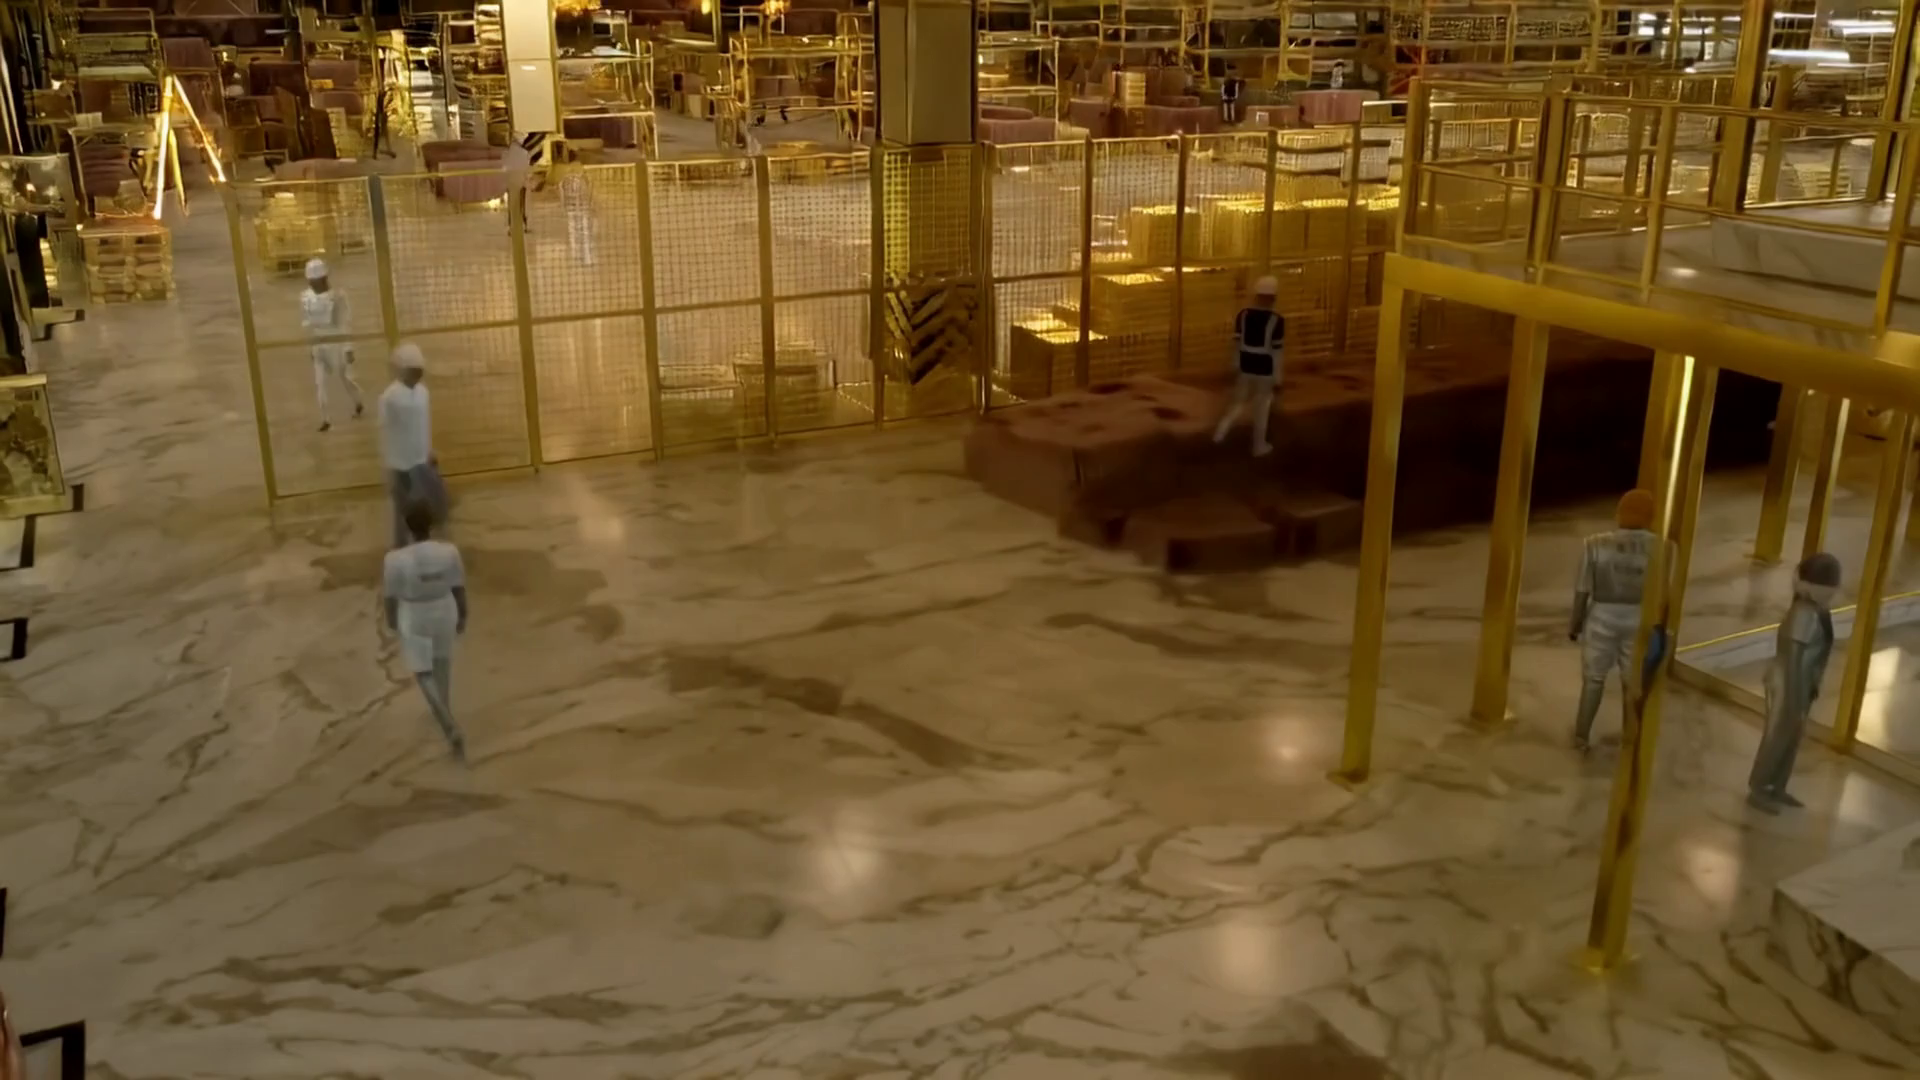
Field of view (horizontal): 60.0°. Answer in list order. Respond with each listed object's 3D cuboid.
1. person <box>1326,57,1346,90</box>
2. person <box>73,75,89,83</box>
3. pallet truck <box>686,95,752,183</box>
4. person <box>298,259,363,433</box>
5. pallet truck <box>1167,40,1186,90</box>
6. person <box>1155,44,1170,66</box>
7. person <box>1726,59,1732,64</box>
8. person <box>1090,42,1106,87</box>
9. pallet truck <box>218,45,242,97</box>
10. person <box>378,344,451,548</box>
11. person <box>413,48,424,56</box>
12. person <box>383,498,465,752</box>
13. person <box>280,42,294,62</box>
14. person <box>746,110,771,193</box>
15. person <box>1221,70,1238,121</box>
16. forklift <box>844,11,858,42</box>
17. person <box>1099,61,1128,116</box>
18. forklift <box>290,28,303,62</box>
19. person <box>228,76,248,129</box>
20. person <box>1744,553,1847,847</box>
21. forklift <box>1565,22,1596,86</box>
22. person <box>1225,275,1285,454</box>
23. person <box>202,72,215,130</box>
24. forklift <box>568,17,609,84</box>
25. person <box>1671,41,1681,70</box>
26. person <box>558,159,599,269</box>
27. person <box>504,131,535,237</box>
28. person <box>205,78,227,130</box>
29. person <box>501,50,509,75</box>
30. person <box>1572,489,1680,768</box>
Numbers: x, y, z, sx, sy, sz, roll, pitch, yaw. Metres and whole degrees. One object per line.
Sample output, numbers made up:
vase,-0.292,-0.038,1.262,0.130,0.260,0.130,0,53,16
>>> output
person,13.242,-16.016,58.581,0.675,1.895,0.565,-1,19,-3
person,-32.670,-16.978,61.822,0.532,1.587,0.873,-11,22,-30
pallet truck,-5.836,-9.608,39.856,0.823,1.965,1.885,10,22,27
person,-7.018,-2.205,18.538,0.586,1.902,0.855,0,19,0
pallet truck,9.045,-19.971,69.895,0.823,1.965,1.885,-3,19,-8
person,8.303,-19.346,68.212,0.619,1.920,0.994,-2,19,-5
person,28.797,-17.193,62.350,0.827,1.667,0.535,-11,22,-29
person,5.891,-20.356,71.244,0.643,1.877,0.978,-10,21,-27
pallet truck,-28.879,-18.665,66.111,0.823,1.965,1.885,-3,19,-9
person,-4.577,-0.664,13.973,0.507,1.972,0.637,8,21,21
person,-25.783,-23.140,79.165,0.547,1.942,0.351,-2,19,-4
person,-3.470,0.544,10.918,0.527,1.668,0.811,-17,26,-41
person,-28.541,-20.243,70.771,0.635,1.937,0.353,-9,21,-25
person,-4.615,-8.868,37.936,0.581,1.849,0.533,6,20,16
person,8.951,-14.727,55.191,0.540,1.678,0.702,-1,19,-2
forklift,-5.447,-25.088,83.396,1.873,2.768,1.129,-9,21,-25
person,5.348,-15.503,57.152,1.019,1.863,0.612,2,19,6
forklift,-23.854,-17.089,60.209,1.873,2.768,1.129,-9,21,-25
person,-22.420,-13.541,51.685,0.497,1.718,0.767,-6,20,-17
person,4.890,0.912,9.711,0.527,1.768,0.313,-17,25,-40
forklift,24.358,-19.160,66.213,1.873,2.768,1.129,-9,21,-25
person,3.068,-1.790,17.312,0.548,1.922,0.681,13,23,33
person,-23.272,-13.641,51.775,0.509,1.844,0.329,-16,25,-39
forklift,-16.110,-21.315,72.458,1.873,2.768,1.129,-9,21,-25
person,33.958,-23.051,78.991,0.418,1.906,0.688,-7,20,-19
person,-6.463,-5.538,28.291,0.634,1.842,0.429,4,19,12
person,-8.387,-6.777,31.686,0.435,1.981,0.629,11,22,29
person,-23.466,-13.918,52.520,0.583,1.882,0.337,-7,20,-20
person,-17.064,-17.584,63.085,0.647,1.927,0.565,-16,24,-38
person,4.219,0.564,10.613,0.619,1.839,0.430,9,21,24
